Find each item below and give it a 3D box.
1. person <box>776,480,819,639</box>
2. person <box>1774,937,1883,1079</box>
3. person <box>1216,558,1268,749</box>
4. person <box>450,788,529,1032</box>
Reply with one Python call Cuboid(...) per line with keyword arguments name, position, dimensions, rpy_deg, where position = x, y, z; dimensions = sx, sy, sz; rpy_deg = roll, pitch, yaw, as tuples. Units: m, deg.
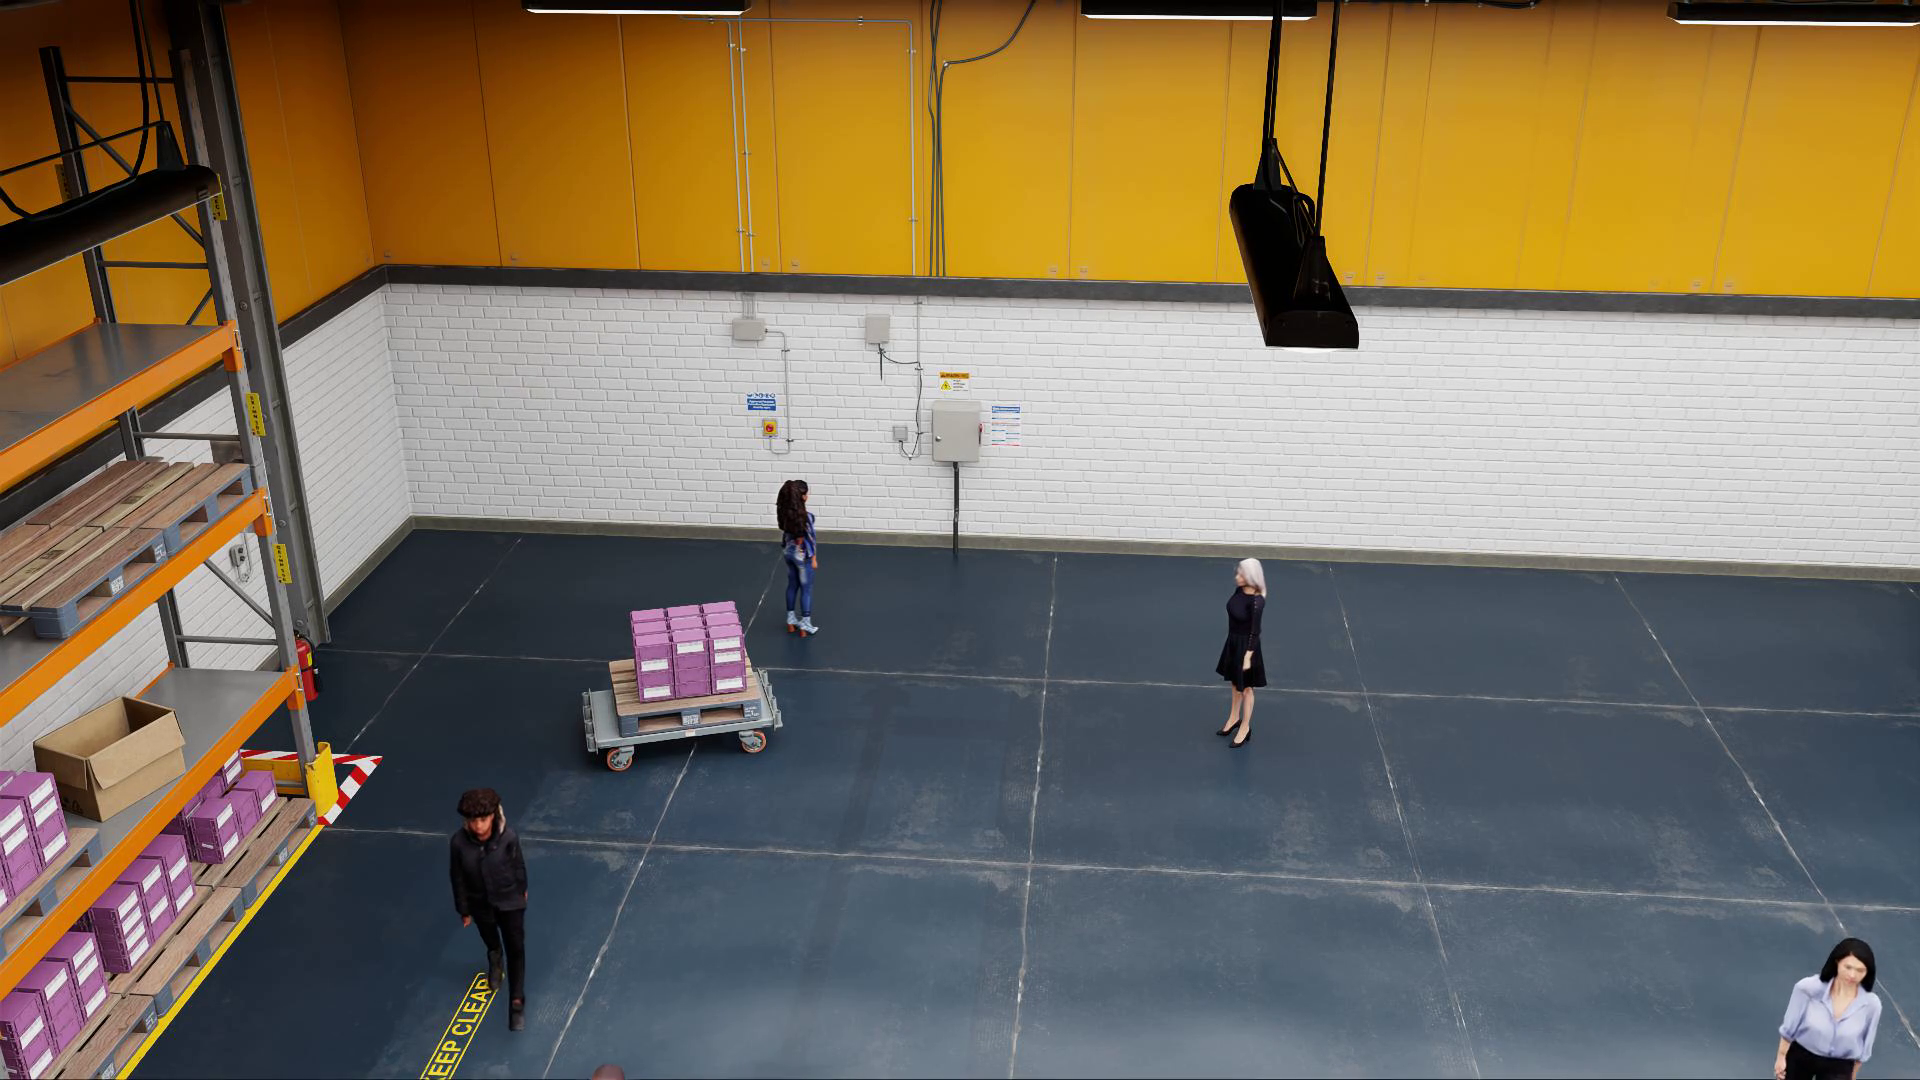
Cuboid(name="person", position=(-1.562, 0.164, 16.203), dimensions=(0.696, 1.621, 0.740), rpy_deg=(22, 32, 40))
Cuboid(name="person", position=(4.954, 2.991, 9.614), dimensions=(0.899, 1.719, 1.134), rpy_deg=(11, 26, 24))
Cuboid(name="person", position=(2.417, 0.949, 14.248), dimensions=(0.738, 1.748, 0.625), rpy_deg=(-7, 25, -16))
Cuboid(name="person", position=(-3.111, 2.352, 11.094), dimensions=(0.868, 1.704, 1.215), rpy_deg=(-5, 24, -12))
